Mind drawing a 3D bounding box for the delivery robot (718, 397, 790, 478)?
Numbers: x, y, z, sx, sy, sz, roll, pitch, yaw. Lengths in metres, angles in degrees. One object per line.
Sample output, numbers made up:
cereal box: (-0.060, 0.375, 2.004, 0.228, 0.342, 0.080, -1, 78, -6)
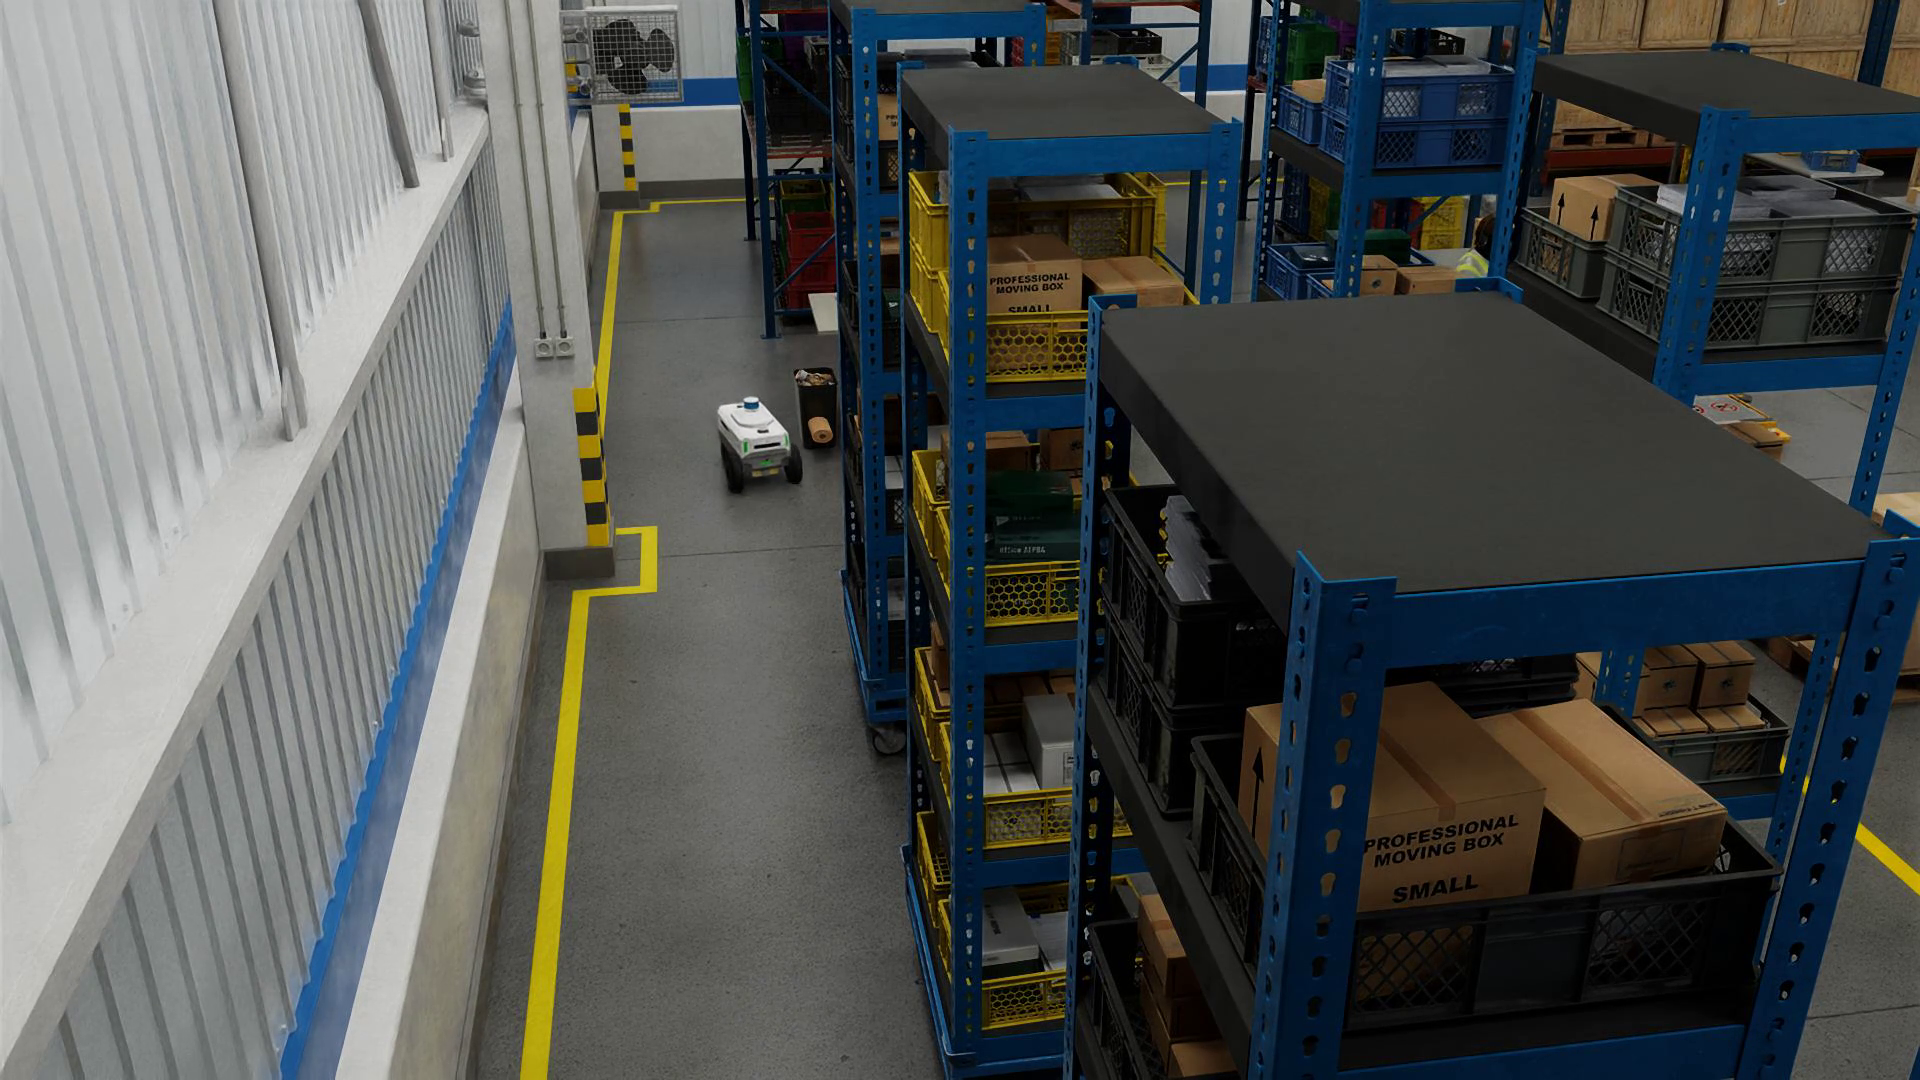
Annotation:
delivery robot: (-1.423, -0.740, 11.430, 0.477, 0.478, 0.707, -10, 26, -20)

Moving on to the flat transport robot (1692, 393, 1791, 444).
flat transport robot: (5.224, -0.859, 12.132, 1.431, 0.197, 0.652, -4, 25, -8)

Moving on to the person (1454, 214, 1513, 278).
person: (3.466, -1.278, 11.183, 0.430, 1.841, 0.624, 17, 30, 32)

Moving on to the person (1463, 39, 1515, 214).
person: (5.779, -4.485, 18.117, 0.597, 1.859, 0.720, -4, 25, -8)

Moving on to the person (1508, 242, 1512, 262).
person: (3.468, -0.982, 10.467, 0.735, 1.904, 0.445, -15, 28, -29)
